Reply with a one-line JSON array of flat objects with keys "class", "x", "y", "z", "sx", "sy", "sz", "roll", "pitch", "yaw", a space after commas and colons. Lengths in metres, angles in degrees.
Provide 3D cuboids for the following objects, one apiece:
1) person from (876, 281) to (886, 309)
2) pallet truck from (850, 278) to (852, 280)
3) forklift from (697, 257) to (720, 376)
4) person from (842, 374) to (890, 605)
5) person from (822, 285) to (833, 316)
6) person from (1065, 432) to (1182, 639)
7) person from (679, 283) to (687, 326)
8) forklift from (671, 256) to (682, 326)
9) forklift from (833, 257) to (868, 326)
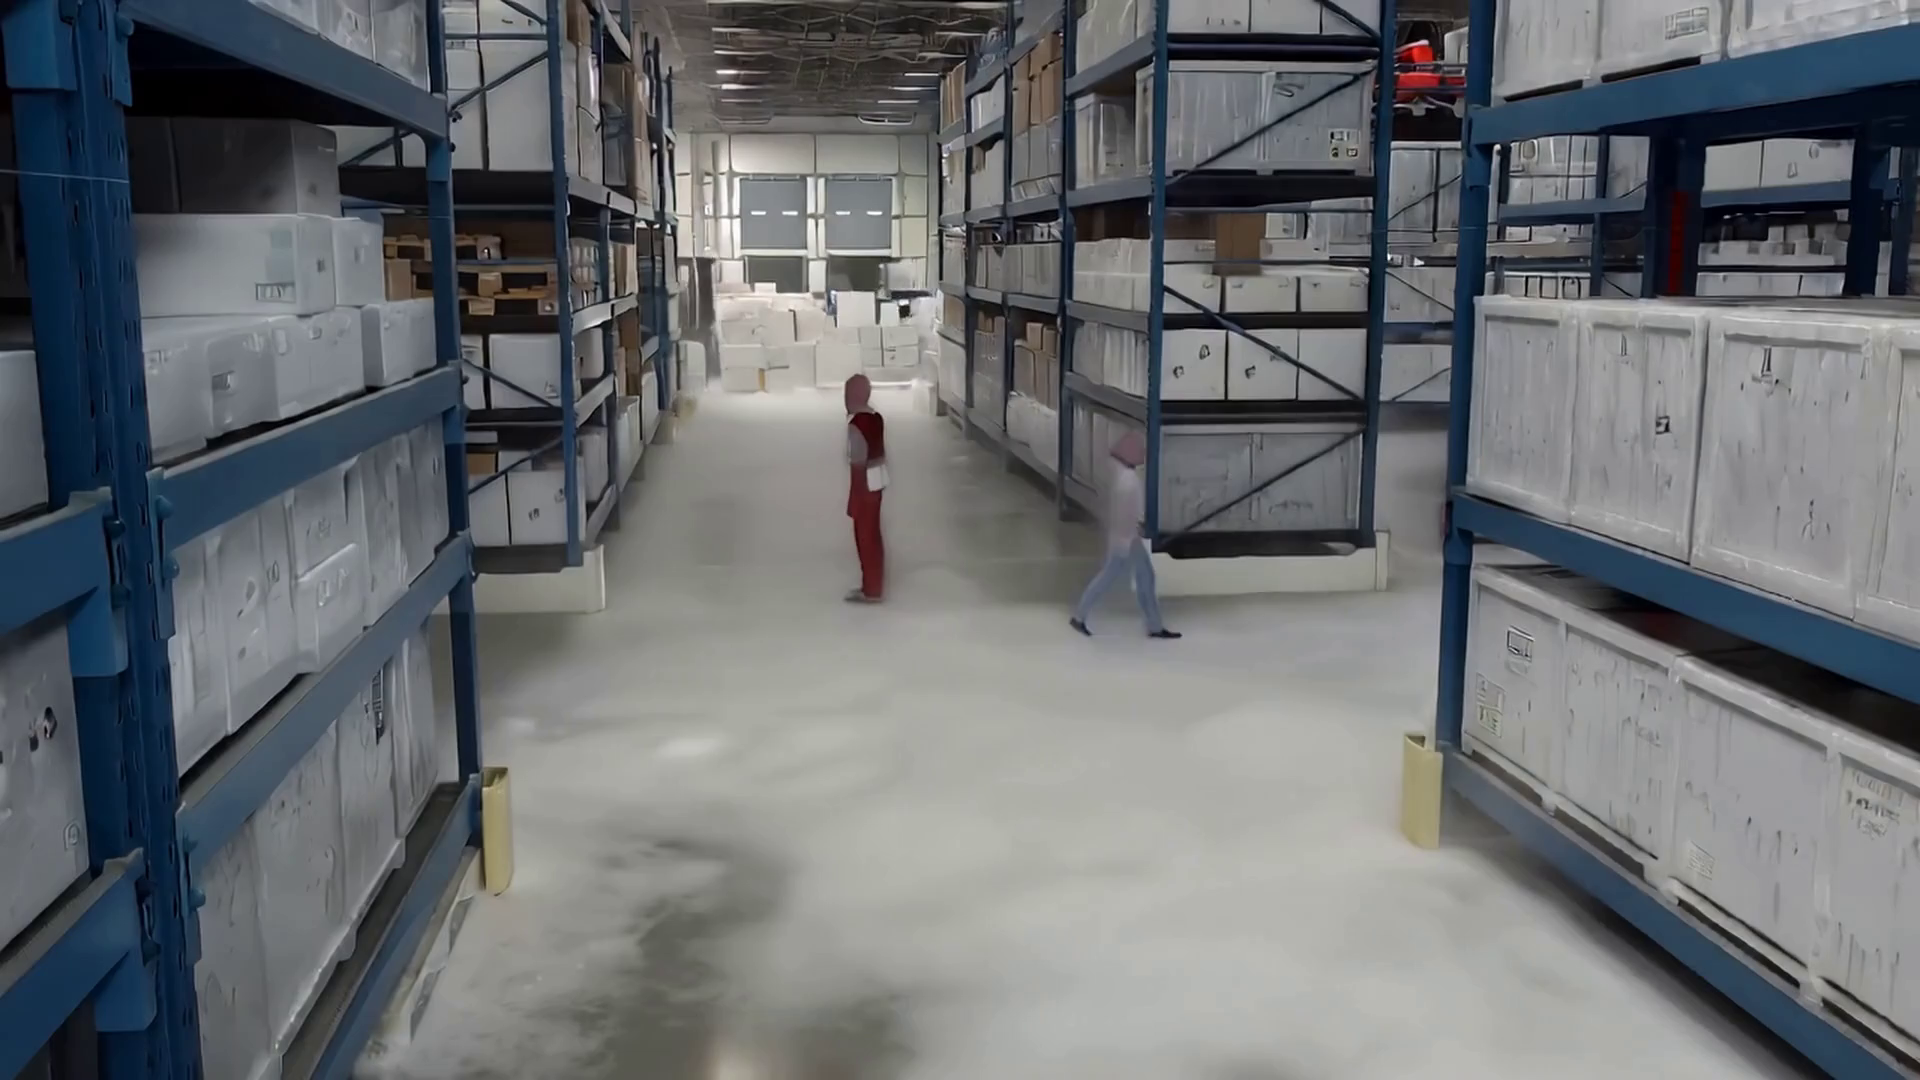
[{"class": "person", "x": -2.921, "y": -8.647, "z": 61.723, "sx": 0.828, "sy": 1.920, "sz": 0.637, "roll": -7, "pitch": 12, "yaw": -34}, {"class": "pallet truck", "x": -3.782, "y": -9.391, "z": 65.808, "sx": 1.885, "sy": 1.965, "sz": 0.823, "roll": 2, "pitch": 10, "yaw": 10}, {"class": "forklift", "x": -5.941, "y": -5.231, "z": 39.020, "sx": 1.873, "sy": 2.768, "sz": 1.129, "roll": -1, "pitch": 10, "yaw": -8}, {"class": "person", "x": -0.781, "y": -0.419, "z": 13.804, "sx": 0.372, "sy": 1.916, "sz": 0.596, "roll": 2, "pitch": 10, "yaw": 13}, {"class": "person", "x": -5.578, "y": -10.002, "z": 70.472, "sx": 0.546, "sy": 1.616, "sz": 0.596, "roll": 5, "pitch": 11, "yaw": 25}, {"class": "person", "x": 1.214, "y": -0.026, "z": 12.461, "sx": 0.855, "sy": 1.595, "sz": 0.500, "roll": -2, "pitch": 10, "yaw": -10}, {"class": "person", "x": -9.447, "y": -7.753, "z": 56.439, "sx": 0.635, "sy": 1.938, "sz": 0.361, "roll": 4, "pitch": 11, "yaw": 23}, {"class": "forklift", "x": -11.300, "y": -9.496, "z": 63.850, "sx": 1.129, "sy": 2.768, "sz": 1.873, "roll": -1, "pitch": 10, "yaw": -7}, {"class": "forklift", "x": -2.884, "y": -6.733, "z": 47.766, "sx": 1.873, "sy": 2.768, "sz": 1.129, "roll": -3, "pitch": 10, "yaw": -15}]
